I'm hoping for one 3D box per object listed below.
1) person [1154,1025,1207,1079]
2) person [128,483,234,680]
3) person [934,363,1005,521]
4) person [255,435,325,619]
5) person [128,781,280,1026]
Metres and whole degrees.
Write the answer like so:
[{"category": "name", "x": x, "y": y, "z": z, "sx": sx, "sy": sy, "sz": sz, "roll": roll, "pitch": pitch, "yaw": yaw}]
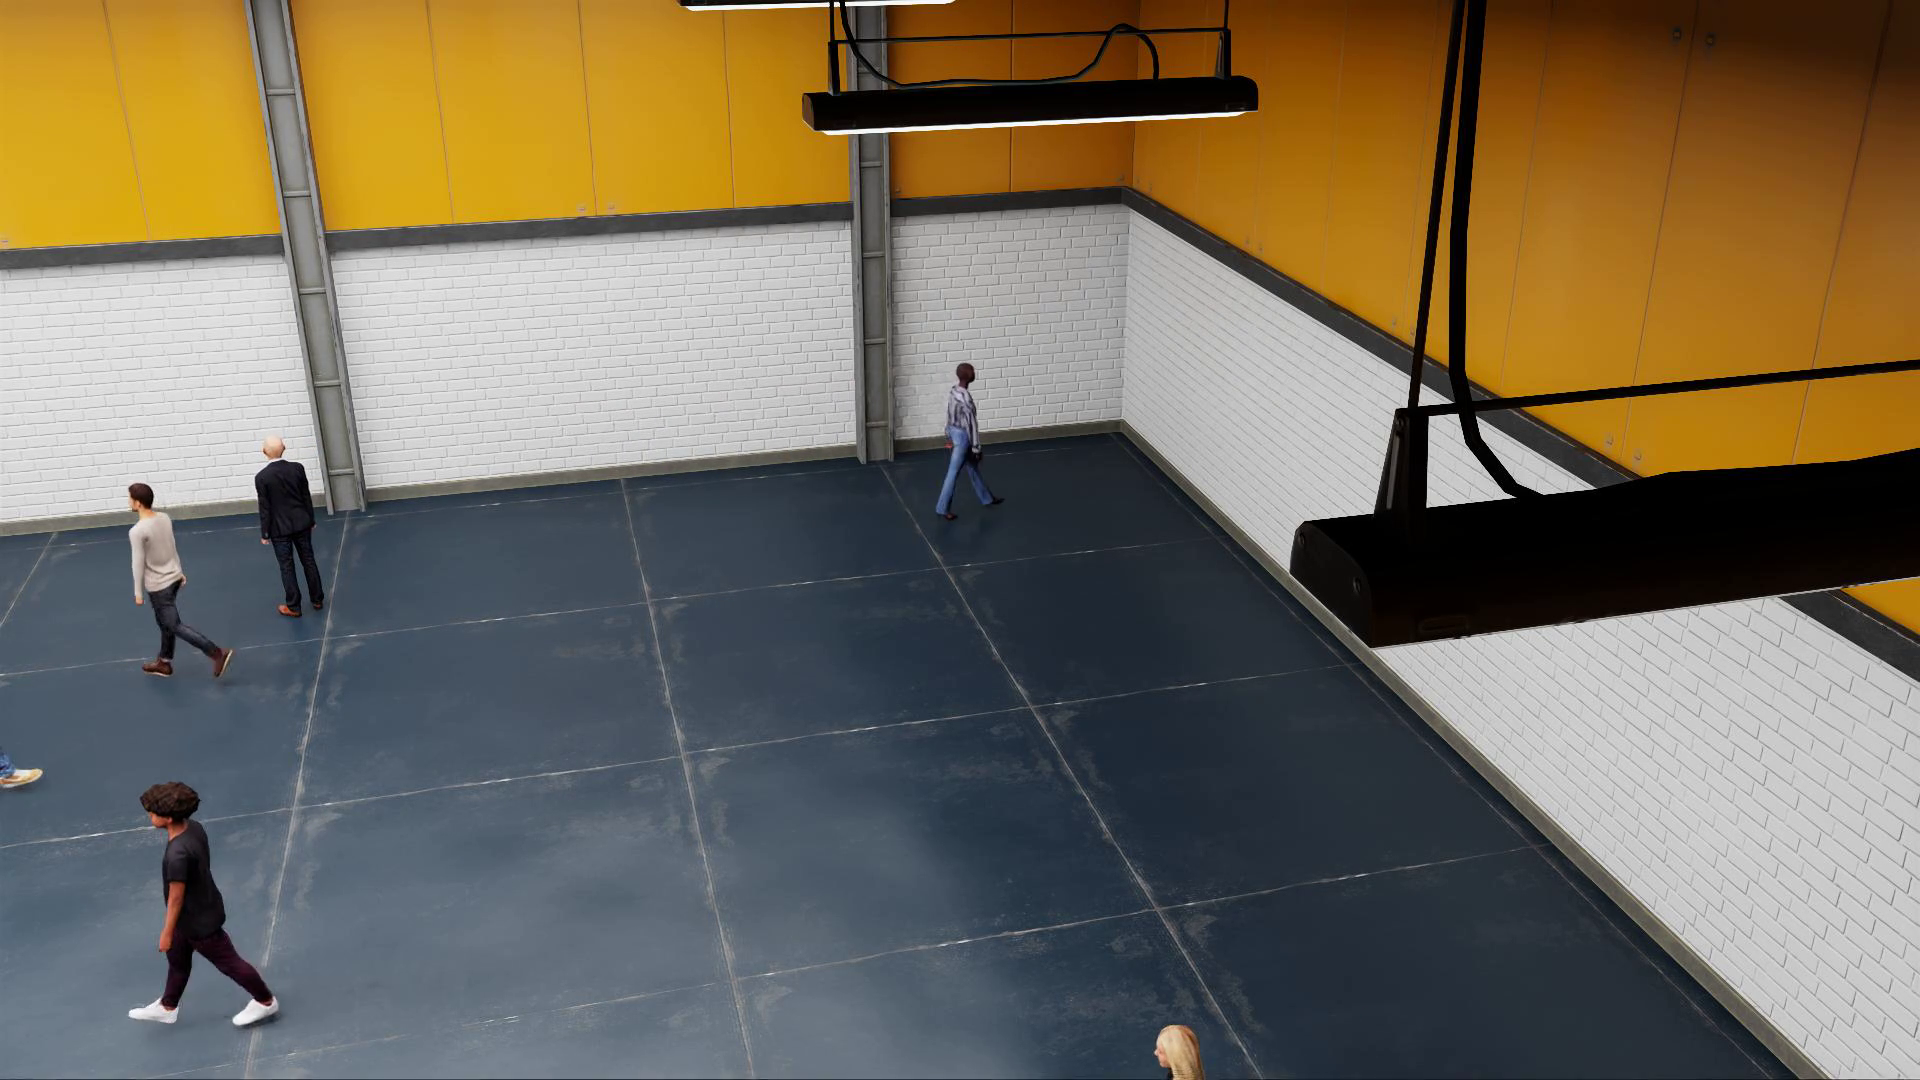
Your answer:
[{"category": "person", "x": 1.201, "y": 3.159, "z": 8.172, "sx": 0.824, "sy": 1.821, "sz": 0.750, "roll": 1, "pitch": 24, "yaw": 3}, {"category": "person", "x": -6.846, "y": 0.401, "z": 14.457, "sx": 1.254, "sy": 1.840, "sz": 0.964, "roll": 1, "pitch": 24, "yaw": 3}, {"category": "person", "x": -0.066, "y": -1.009, "z": 17.783, "sx": 1.054, "sy": 1.759, "sz": 0.696, "roll": -8, "pitch": 25, "yaw": -17}, {"category": "person", "x": -6.353, "y": -0.139, "z": 15.742, "sx": 0.706, "sy": 1.800, "sz": 0.833, "roll": -21, "pitch": 31, "yaw": -40}, {"category": "person", "x": -4.625, "y": 2.286, "z": 10.272, "sx": 1.127, "sy": 1.737, "sz": 0.716, "roll": -9, "pitch": 25, "yaw": -20}]
